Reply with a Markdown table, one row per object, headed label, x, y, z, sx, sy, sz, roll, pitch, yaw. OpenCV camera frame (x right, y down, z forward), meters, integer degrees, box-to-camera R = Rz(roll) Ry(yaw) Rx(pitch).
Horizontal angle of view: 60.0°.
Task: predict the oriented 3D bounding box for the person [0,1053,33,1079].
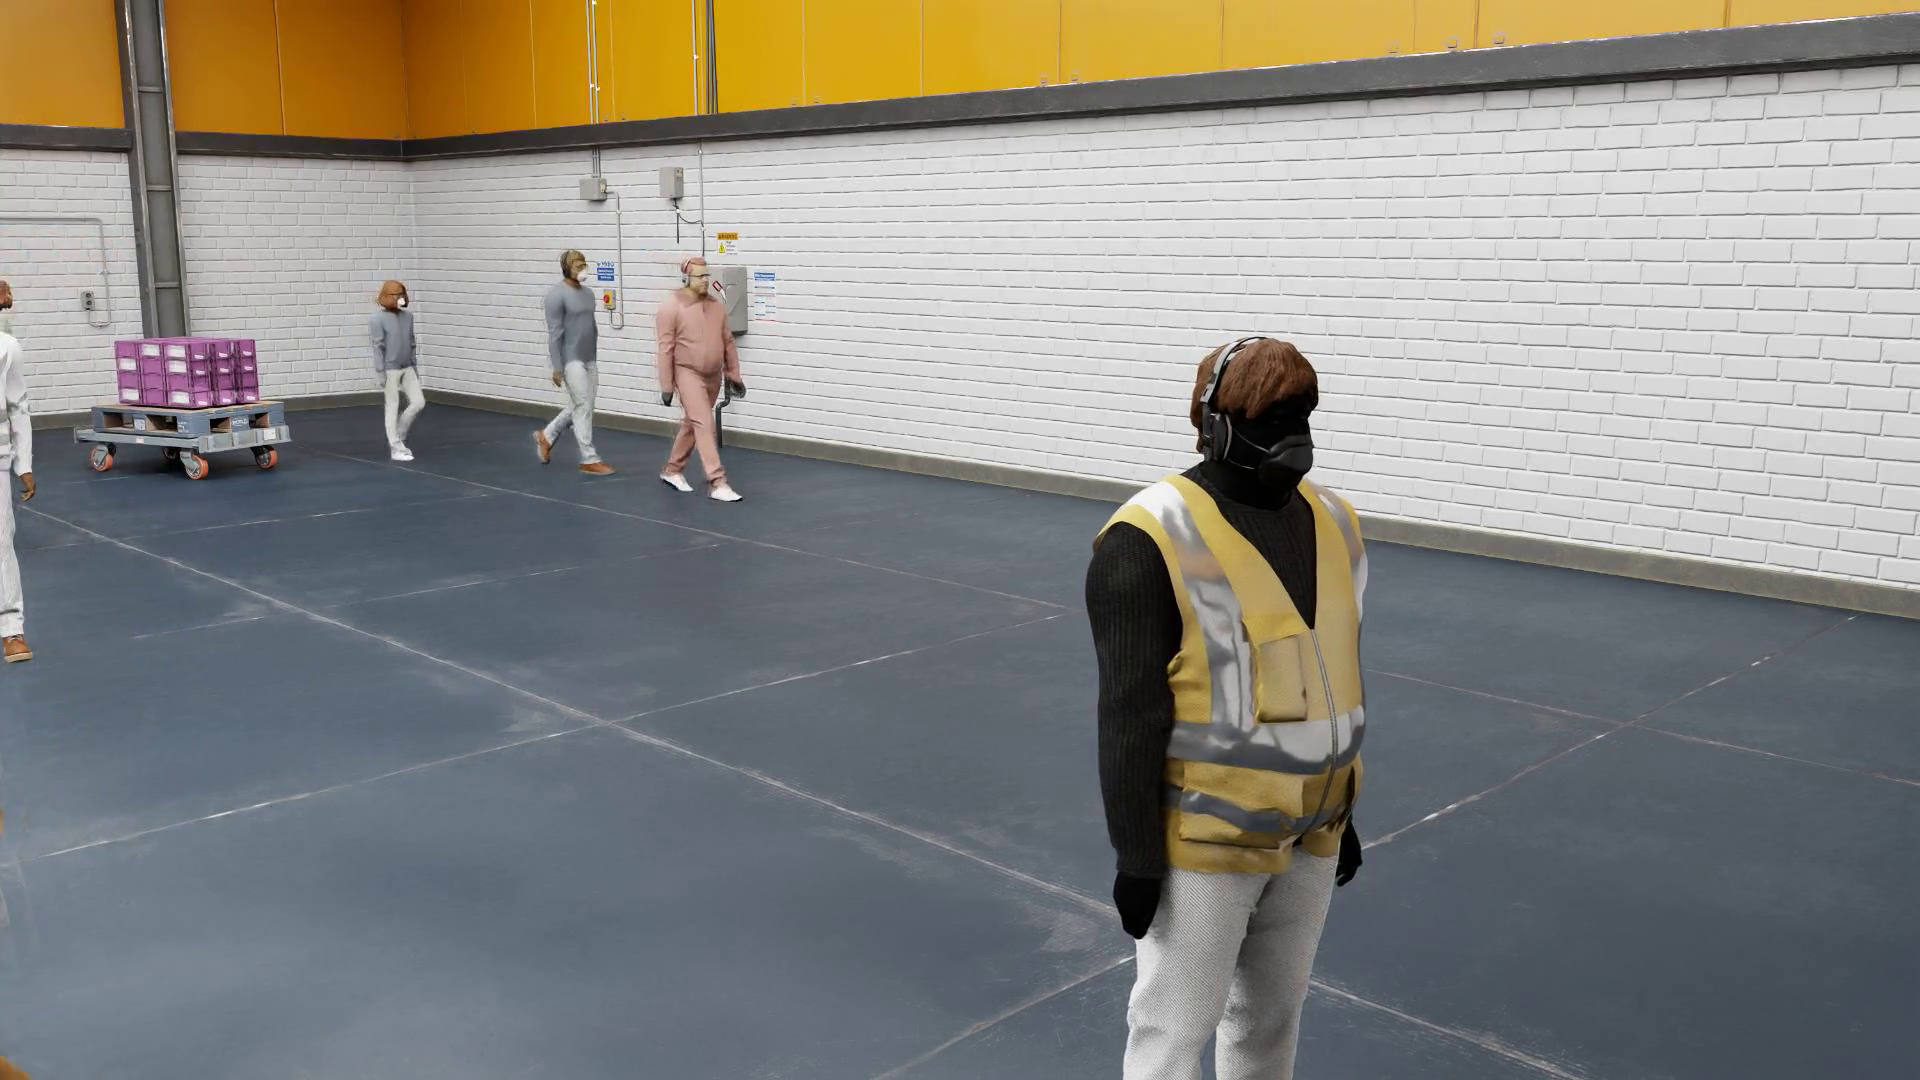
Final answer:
| label | x | y | z | sx | sy | sz | roll | pitch | yaw |
| --- | --- | --- | --- | --- | --- | --- | --- | --- | --- |
| person | -2.128 | 0.459 | 3.135 | 0.966 | 2.011 | 0.611 | -4 | 11 | -19 |

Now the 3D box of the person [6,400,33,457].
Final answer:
| label | x | y | z | sx | sy | sz | roll | pitch | yaw |
| --- | --- | --- | --- | --- | --- | --- | --- | --- | --- |
| person | -6.391 | -0.756 | 10.891 | 0.549 | 1.581 | 0.885 | -4 | 11 | -23 |

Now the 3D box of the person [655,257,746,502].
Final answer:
| label | x | y | z | sx | sy | sz | roll | pitch | yaw |
| --- | --- | --- | --- | --- | --- | --- | --- | --- | --- |
| person | -2.031 | -1.253 | 12.895 | 0.990 | 1.860 | 0.654 | 8 | 13 | 36 |

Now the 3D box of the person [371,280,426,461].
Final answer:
| label | x | y | z | sx | sy | sz | roll | pitch | yaw |
| --- | --- | --- | --- | --- | --- | --- | --- | --- | --- |
| person | -5.031 | -1.514 | 14.927 | 0.339 | 1.619 | 0.531 | 5 | 12 | 26 |

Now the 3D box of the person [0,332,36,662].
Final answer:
| label | x | y | z | sx | sy | sz | roll | pitch | yaw |
| --- | --- | --- | --- | --- | --- | --- | --- | --- | --- |
| person | -4.679 | -0.338 | 7.817 | 0.583 | 1.882 | 0.350 | -6 | 12 | -30 |

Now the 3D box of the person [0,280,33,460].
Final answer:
| label | x | y | z | sx | sy | sz | roll | pitch | yaw |
| --- | --- | --- | --- | --- | --- | --- | --- | --- | --- |
| person | -8.583 | -1.512 | 14.907 | 0.376 | 1.617 | 0.513 | -9 | 14 | -39 |

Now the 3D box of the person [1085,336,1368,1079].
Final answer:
| label | x | y | z | sx | sy | sz | roll | pitch | yaw |
| --- | --- | --- | --- | --- | --- | --- | --- | --- | --- |
| person | 0.531 | 0.544 | 3.122 | 0.629 | 1.843 | 0.429 | -8 | 13 | -36 |

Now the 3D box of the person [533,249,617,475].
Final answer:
| label | x | y | z | sx | sy | sz | roll | pitch | yaw |
| --- | --- | --- | --- | --- | --- | --- | --- | --- | --- |
| person | -3.321 | -1.510 | 14.142 | 0.809 | 1.918 | 0.632 | 4 | 11 | 20 |
